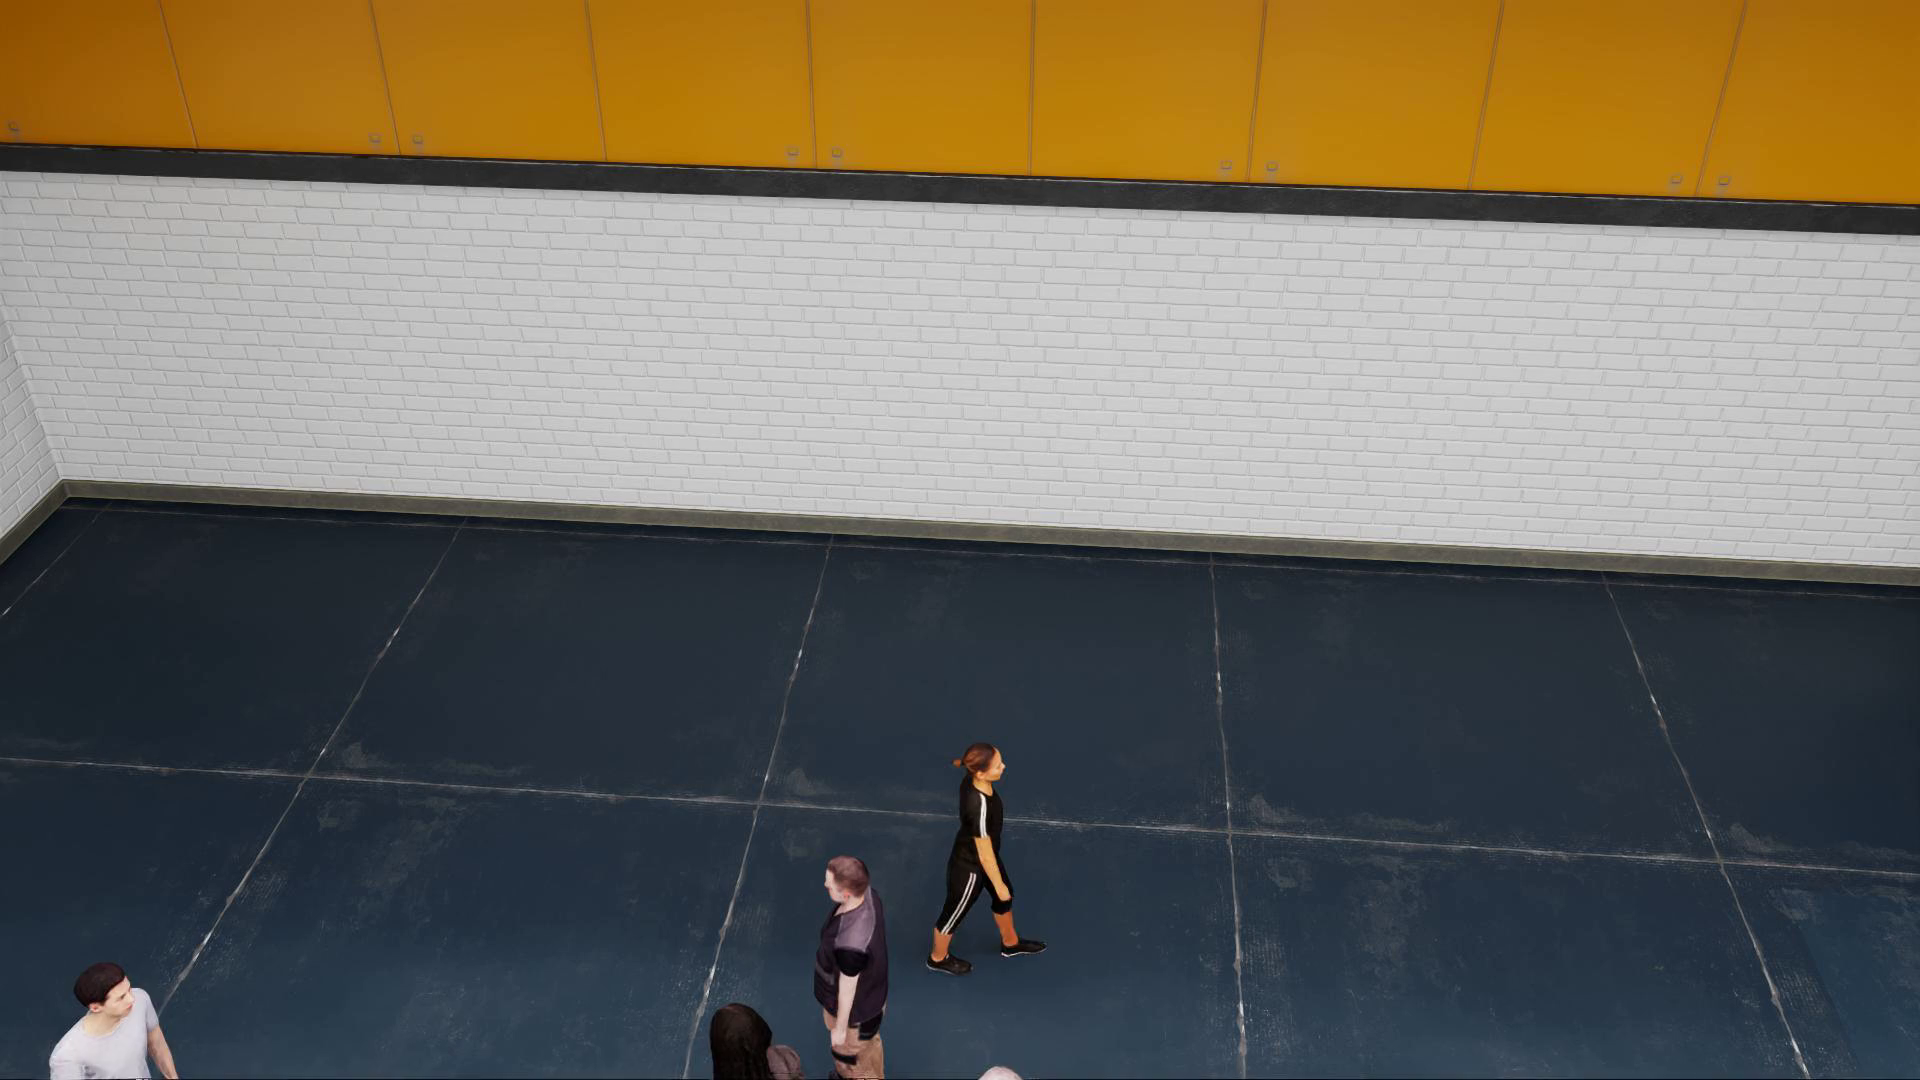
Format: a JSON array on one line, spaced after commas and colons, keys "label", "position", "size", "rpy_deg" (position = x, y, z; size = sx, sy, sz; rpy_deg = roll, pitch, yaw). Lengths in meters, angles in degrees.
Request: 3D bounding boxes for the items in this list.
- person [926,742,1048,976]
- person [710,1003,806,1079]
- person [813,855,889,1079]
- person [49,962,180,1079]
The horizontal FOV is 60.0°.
[{"label": "person", "position": [-0.005, 1.762, 9.092], "size": [0.651, 1.645, 0.832], "rpy_deg": [5, 34, 8]}, {"label": "person", "position": [-0.829, 2.827, 7.371], "size": [1.173, 1.777, 1.193], "rpy_deg": [-27, 42, -34]}, {"label": "person", "position": [-0.494, 2.256, 8.173], "size": [0.718, 1.838, 0.511], "rpy_deg": [3, 34, 4]}, {"label": "person", "position": [-3.913, 2.621, 7.625], "size": [0.832, 1.838, 0.706], "rpy_deg": [15, 36, 21]}]
